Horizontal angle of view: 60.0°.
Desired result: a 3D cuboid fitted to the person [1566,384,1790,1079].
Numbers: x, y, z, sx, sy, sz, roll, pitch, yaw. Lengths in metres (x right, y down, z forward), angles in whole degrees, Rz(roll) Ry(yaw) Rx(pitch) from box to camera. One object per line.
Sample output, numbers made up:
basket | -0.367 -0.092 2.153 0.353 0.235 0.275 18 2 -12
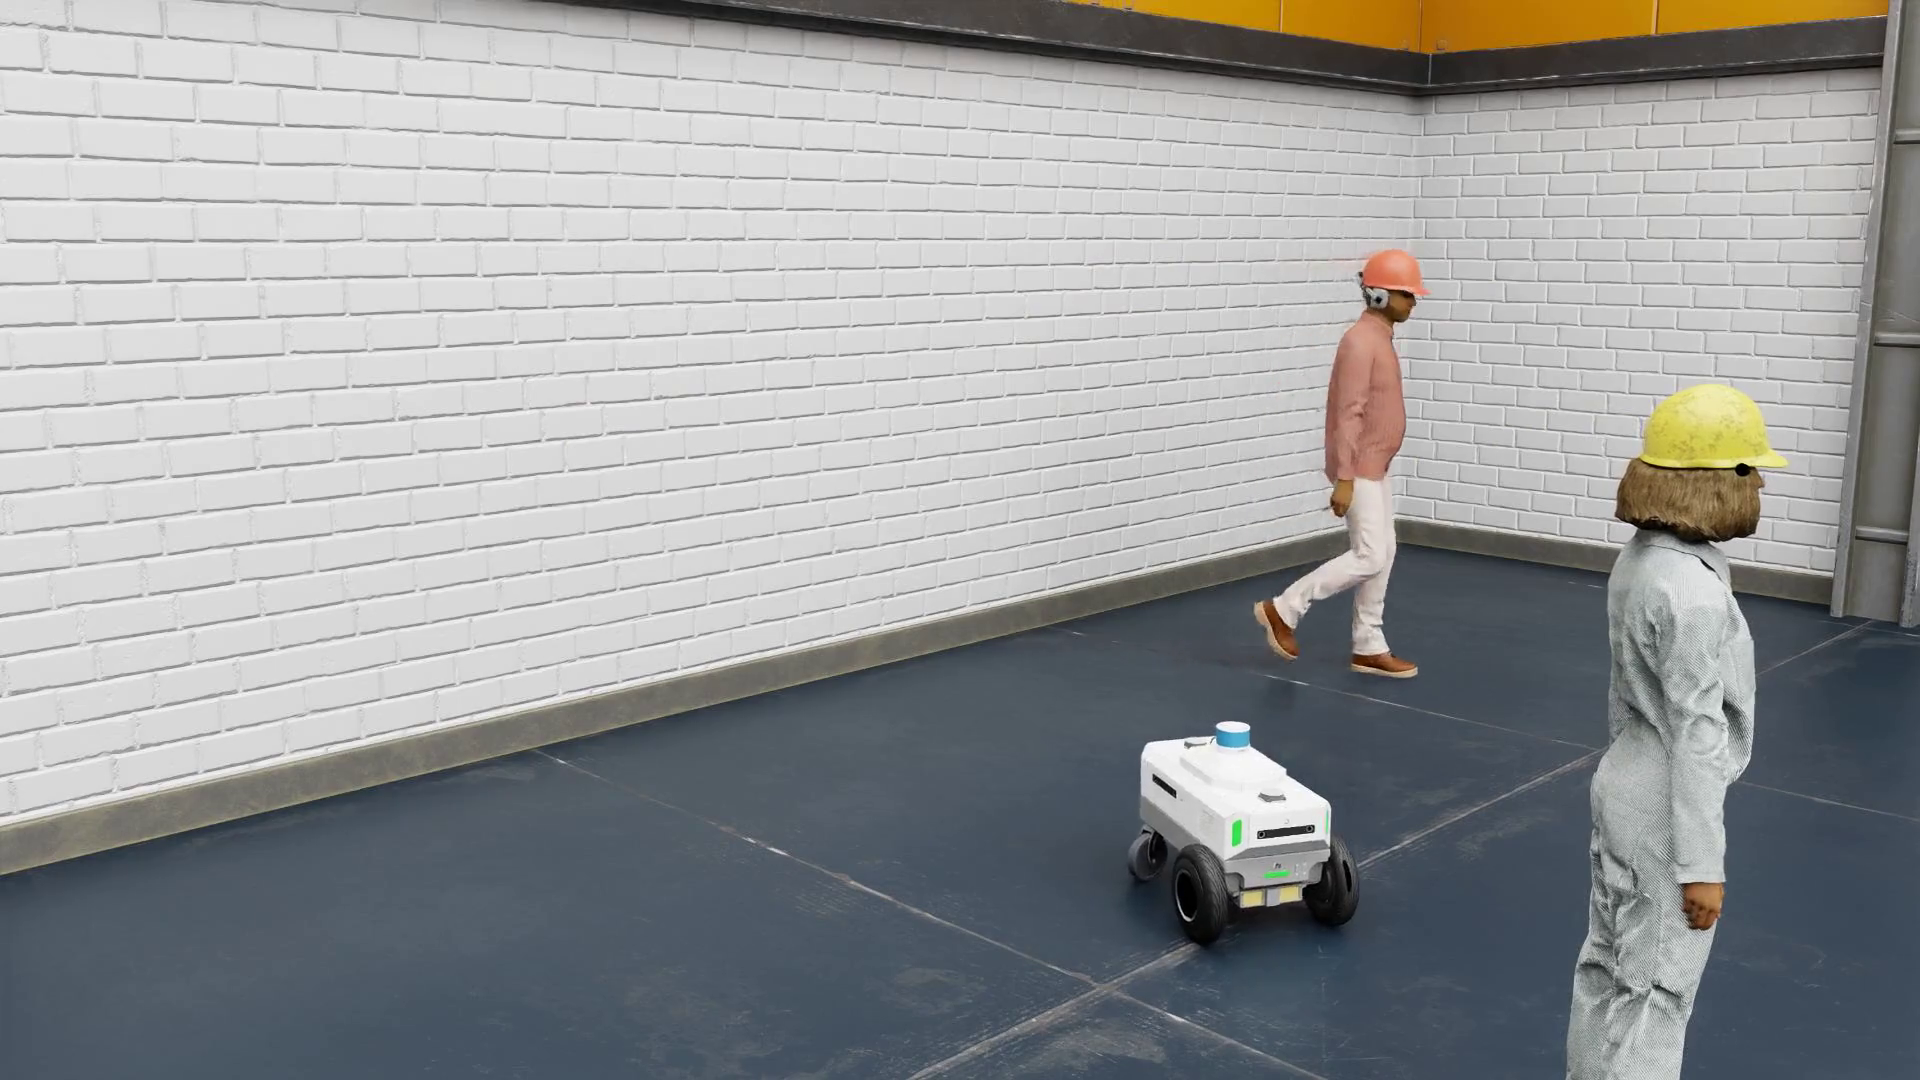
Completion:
person | 1.406 0.564 3.280 0.297 1.744 0.487 1 10 7

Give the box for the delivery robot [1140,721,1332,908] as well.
delivery robot | 0.818 0.792 5.023 0.477 0.478 0.707 -3 11 -17

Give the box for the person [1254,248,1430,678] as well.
person | 1.771 -0.336 7.575 0.636 1.966 0.648 4 11 22
